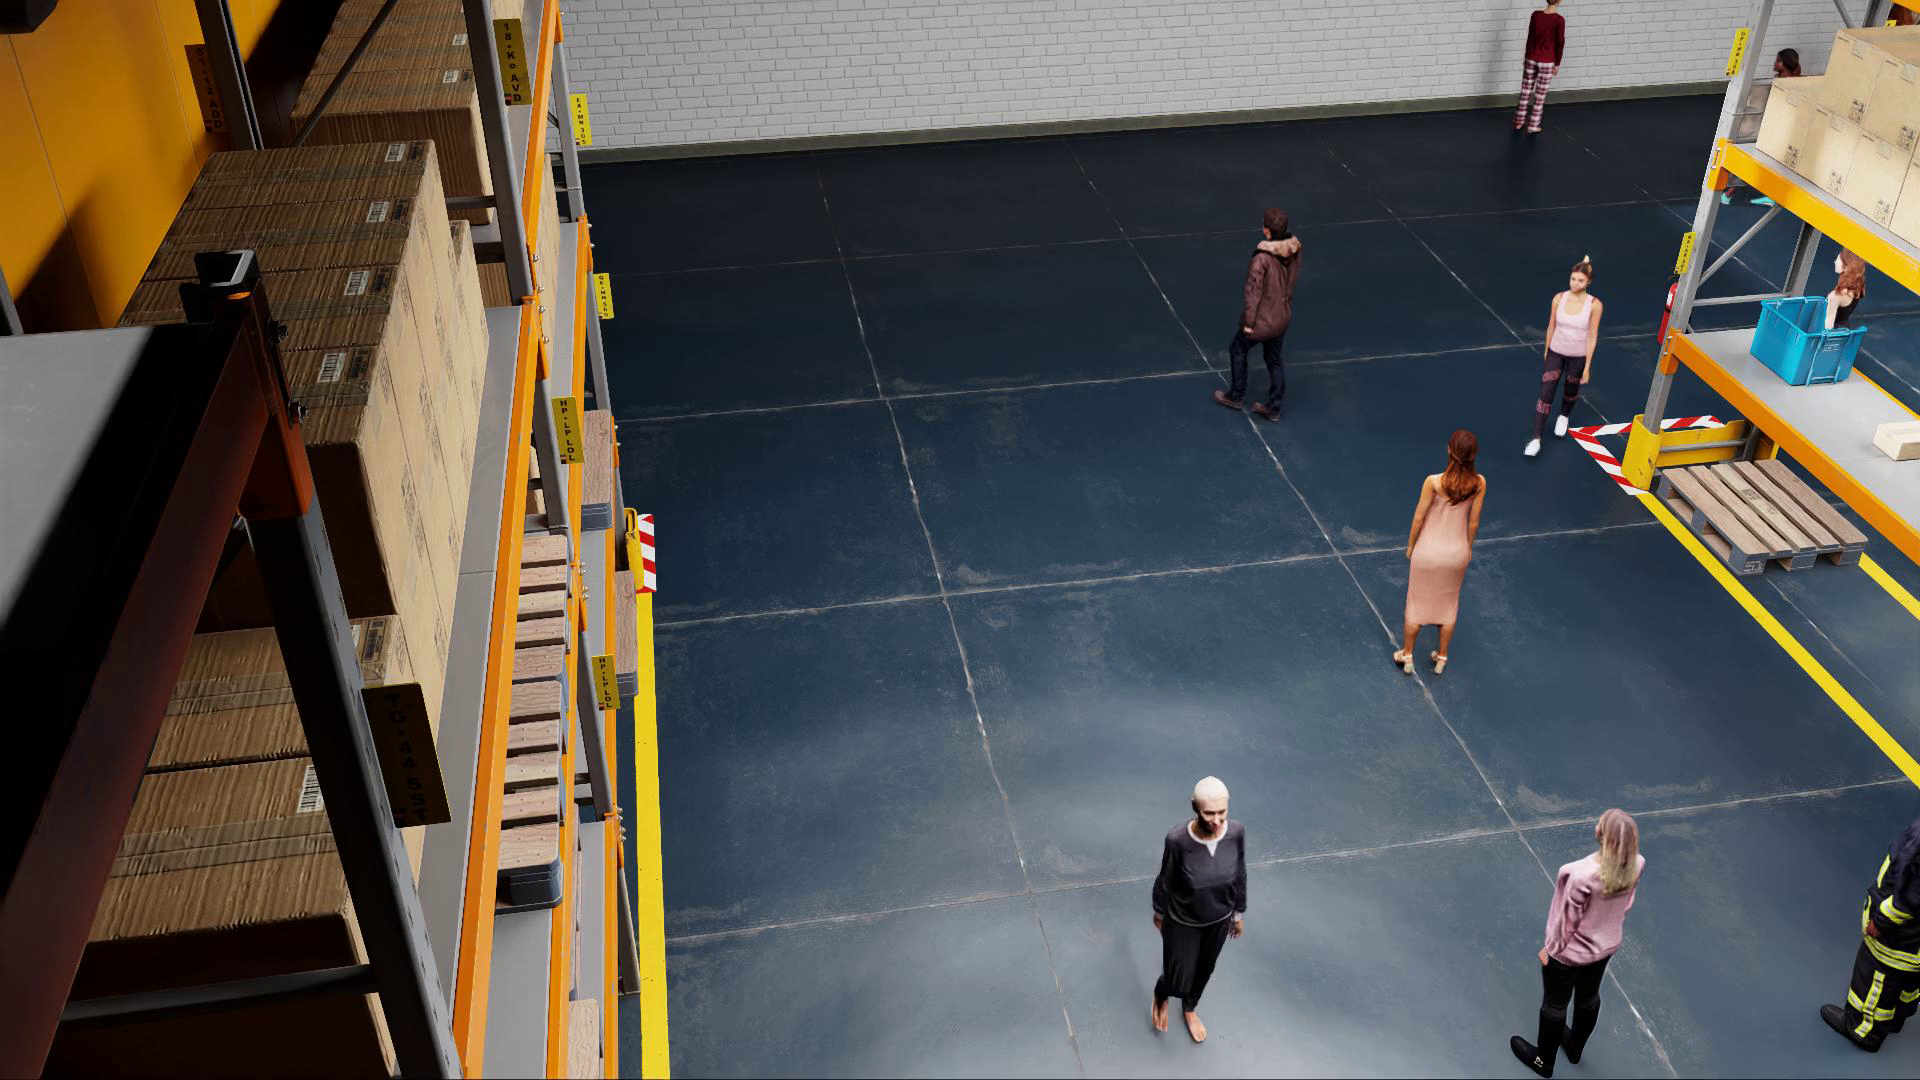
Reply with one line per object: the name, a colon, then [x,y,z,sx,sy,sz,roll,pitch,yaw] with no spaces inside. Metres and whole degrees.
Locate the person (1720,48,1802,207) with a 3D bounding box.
person: [8.695,-4.346,17.660,0.838,1.697,0.974,4,34,6]

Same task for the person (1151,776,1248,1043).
person: [1.179,1.807,8.385,0.641,1.717,0.626,-10,35,-14]

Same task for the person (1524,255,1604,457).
person: [4.950,-1.508,13.473,0.996,1.604,1.119,17,37,24]

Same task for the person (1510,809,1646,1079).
person: [3.059,1.976,8.156,0.649,1.688,0.610,-13,36,-19]

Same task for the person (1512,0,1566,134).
person: [6.868,-5.687,19.675,0.661,1.699,0.744,26,41,33]

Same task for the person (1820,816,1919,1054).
person: [4.800,1.803,8.296,0.816,1.822,0.768,-15,36,-21]

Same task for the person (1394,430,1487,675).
person: [3.145,0.094,10.859,0.610,1.831,0.564,0,34,0]

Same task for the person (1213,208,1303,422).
person: [2.593,-1.812,13.733,0.987,1.823,1.050,-25,41,-32]
